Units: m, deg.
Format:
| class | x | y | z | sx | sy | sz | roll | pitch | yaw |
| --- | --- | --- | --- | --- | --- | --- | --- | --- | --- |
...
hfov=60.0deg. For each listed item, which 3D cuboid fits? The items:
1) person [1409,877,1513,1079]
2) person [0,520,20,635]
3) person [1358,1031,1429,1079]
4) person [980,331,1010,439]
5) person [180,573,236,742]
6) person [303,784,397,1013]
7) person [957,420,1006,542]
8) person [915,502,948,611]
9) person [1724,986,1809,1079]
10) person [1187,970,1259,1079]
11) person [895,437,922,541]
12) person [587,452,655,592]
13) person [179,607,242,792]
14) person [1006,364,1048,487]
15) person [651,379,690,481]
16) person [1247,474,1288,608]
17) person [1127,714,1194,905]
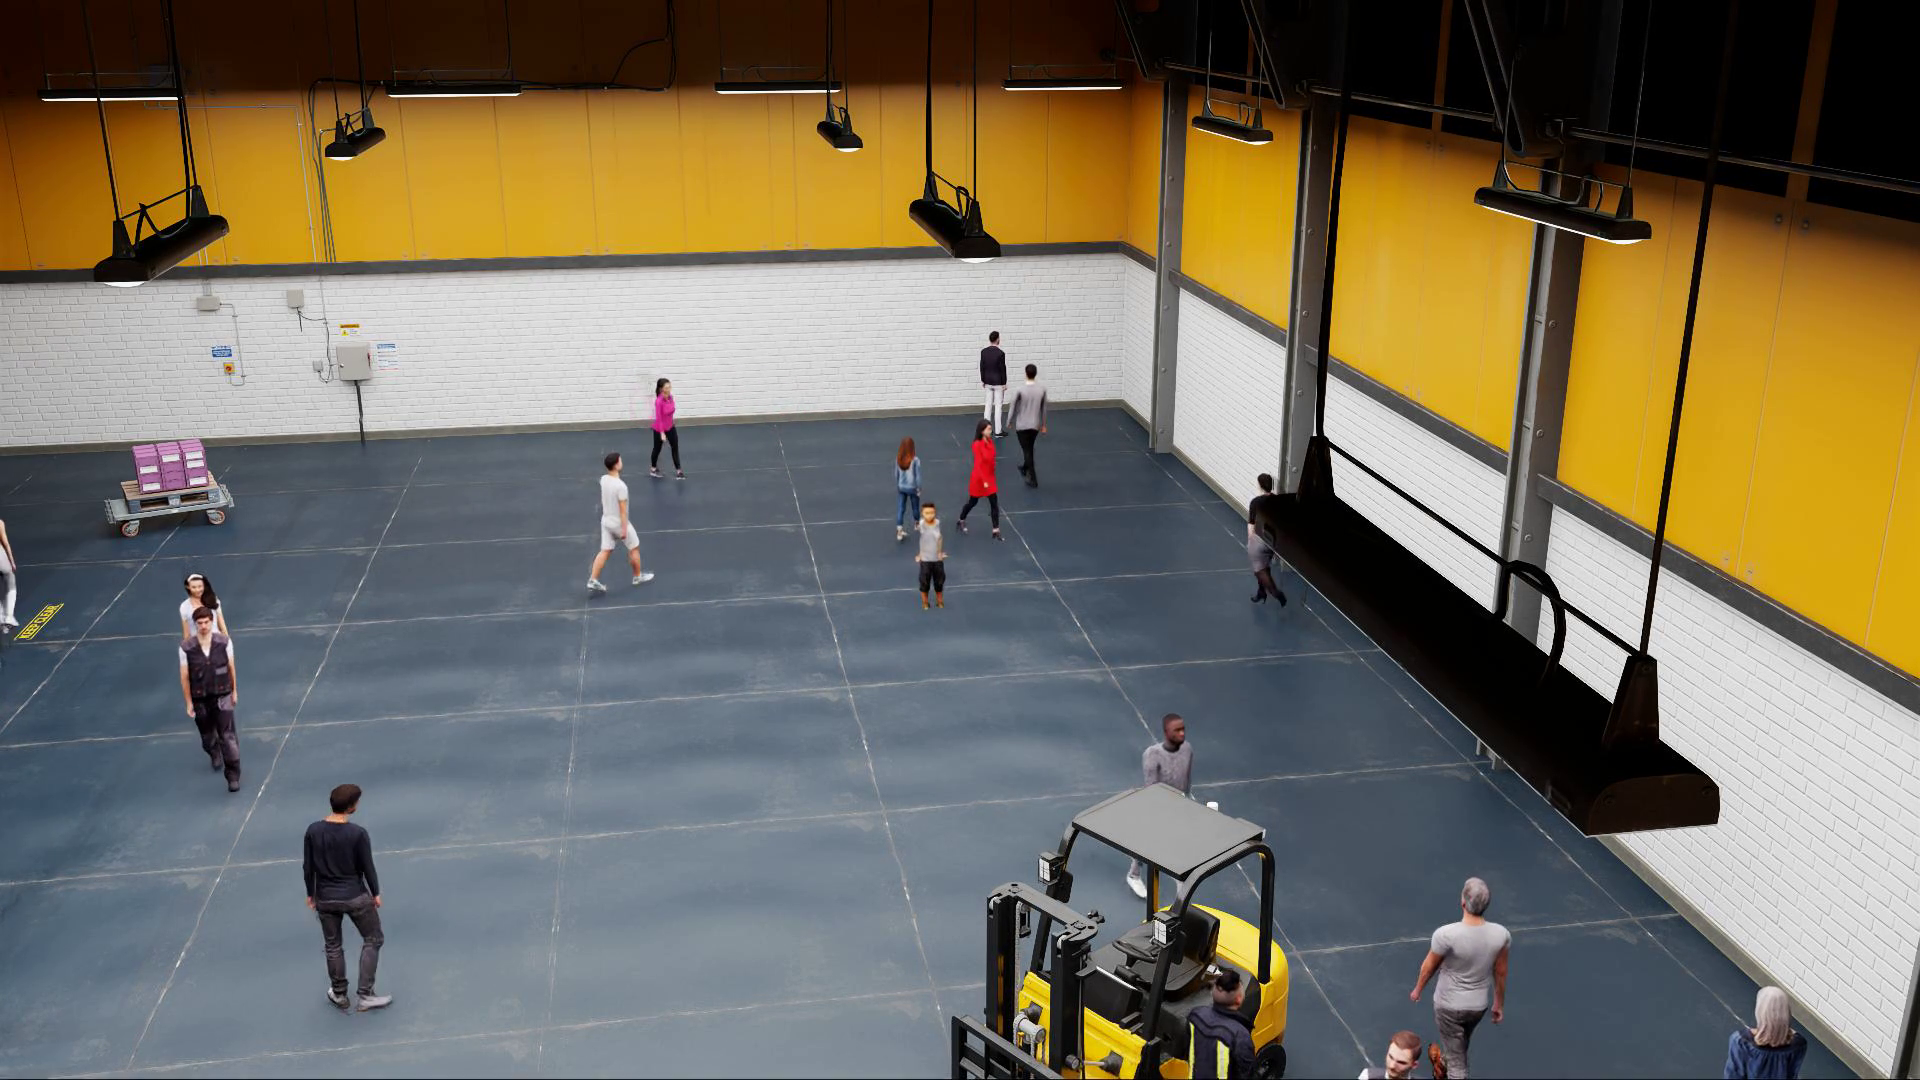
| class | x | y | z | sx | sy | sz | roll | pitch | yaw |
| --- | --- | --- | --- | --- | --- | --- | --- | --- | --- |
| person | 3.436 | 3.208 | 11.256 | 0.709 | 1.782 | 1.084 | -3 | 19 | -9 |
| person | -11.580 | 0.333 | 19.934 | 0.640 | 1.693 | 0.662 | -7 | 20 | -19 |
| person | 2.484 | 3.665 | 9.658 | 0.733 | 1.938 | 0.712 | 4 | 19 | 13 |
| person | 0.582 | -2.697 | 28.697 | 0.733 | 1.844 | 0.784 | 12 | 22 | 31 |
| person | -7.818 | 1.186 | 17.259 | 0.980 | 1.785 | 1.234 | -13 | 23 | -35 |
| person | -4.693 | 2.716 | 12.606 | 0.756 | 1.855 | 0.661 | -7 | 20 | -20 |
| person | 0.235 | -0.834 | 23.379 | 1.130 | 1.706 | 1.000 | 16 | 24 | 38 |
| person | -0.378 | 0.153 | 20.845 | 0.603 | 1.453 | 0.537 | -5 | 19 | -15 |
| person | 4.985 | 3.543 | 10.386 | 0.655 | 1.703 | 0.626 | 1 | 19 | 2 |
| person | 1.571 | 3.500 | 10.279 | 1.028 | 1.854 | 0.956 | -14 | 23 | -35 |
| person | -0.769 | -0.699 | 23.395 | 0.904 | 1.441 | 1.060 | 7 | 20 | 21 |
| person | -4.489 | -0.195 | 21.303 | 1.231 | 1.820 | 1.232 | 15 | 24 | 38 |
| person | -7.328 | 1.504 | 16.257 | 0.850 | 1.821 | 1.204 | -9 | 20 | -24 |
| person | 1.087 | -1.743 | 25.818 | 0.938 | 1.873 | 1.293 | -7 | 20 | -21 |
| person | -4.700 | -1.737 | 26.159 | 1.108 | 1.642 | 1.015 | 10 | 21 | 28 |
| person | 3.843 | 0.065 | 20.672 | 0.901 | 1.731 | 1.092 | -9 | 21 | -26 |
| person | 1.663 | 2.288 | 13.971 | 0.943 | 1.794 | 1.270 | -10 | 21 | -27 |
